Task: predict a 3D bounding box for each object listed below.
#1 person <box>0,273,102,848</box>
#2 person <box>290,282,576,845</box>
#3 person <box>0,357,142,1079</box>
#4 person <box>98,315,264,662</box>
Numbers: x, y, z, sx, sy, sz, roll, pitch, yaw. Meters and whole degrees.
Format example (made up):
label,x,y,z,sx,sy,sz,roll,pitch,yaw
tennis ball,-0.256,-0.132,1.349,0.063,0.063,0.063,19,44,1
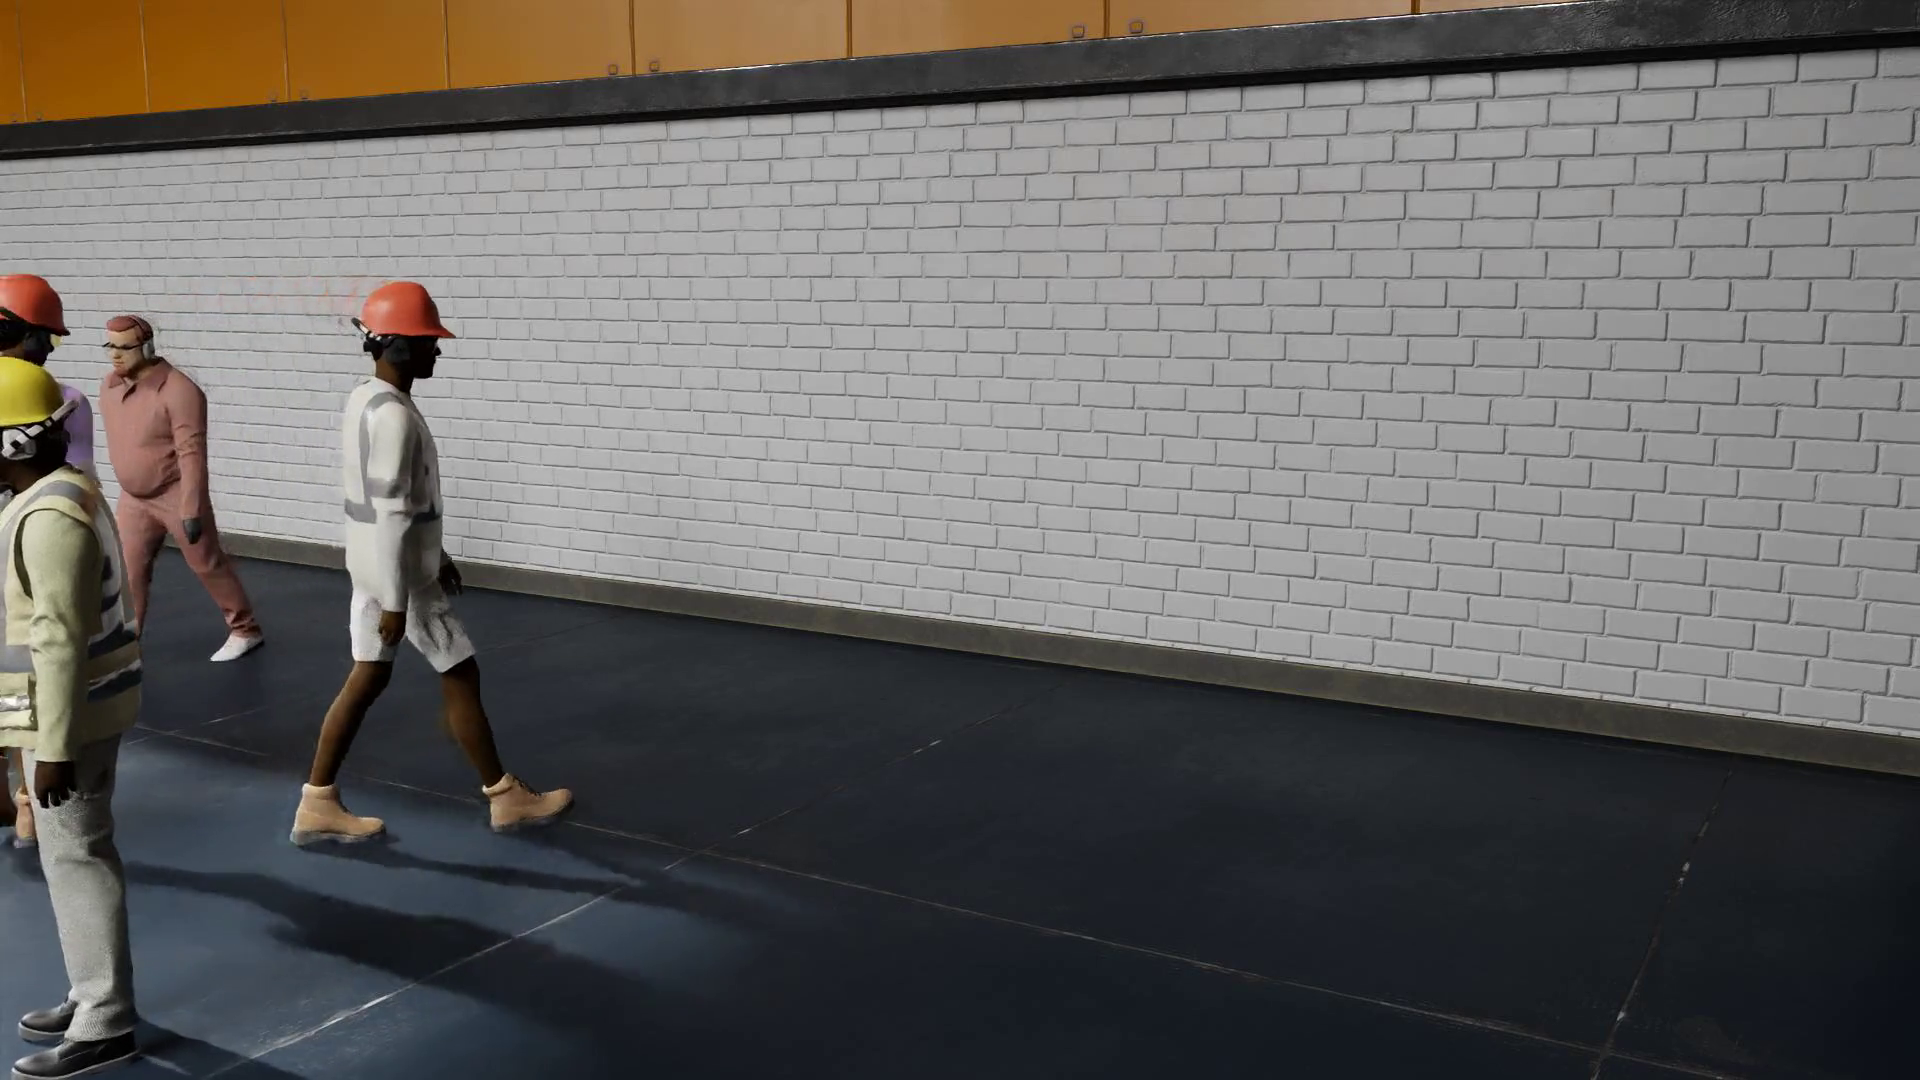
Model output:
label,x,y,z,sx,sy,sz,roll,pitch,yaw
person,-3.303,0.080,5.879,0.632,2.020,0.434,1,9,5
person,-1.937,0.094,5.888,0.976,1.999,0.617,-6,11,-31
person,-2.301,0.447,4.235,0.403,1.818,0.601,-5,10,-28
person,-3.999,-0.217,8.380,0.679,1.835,1.027,3,10,19
